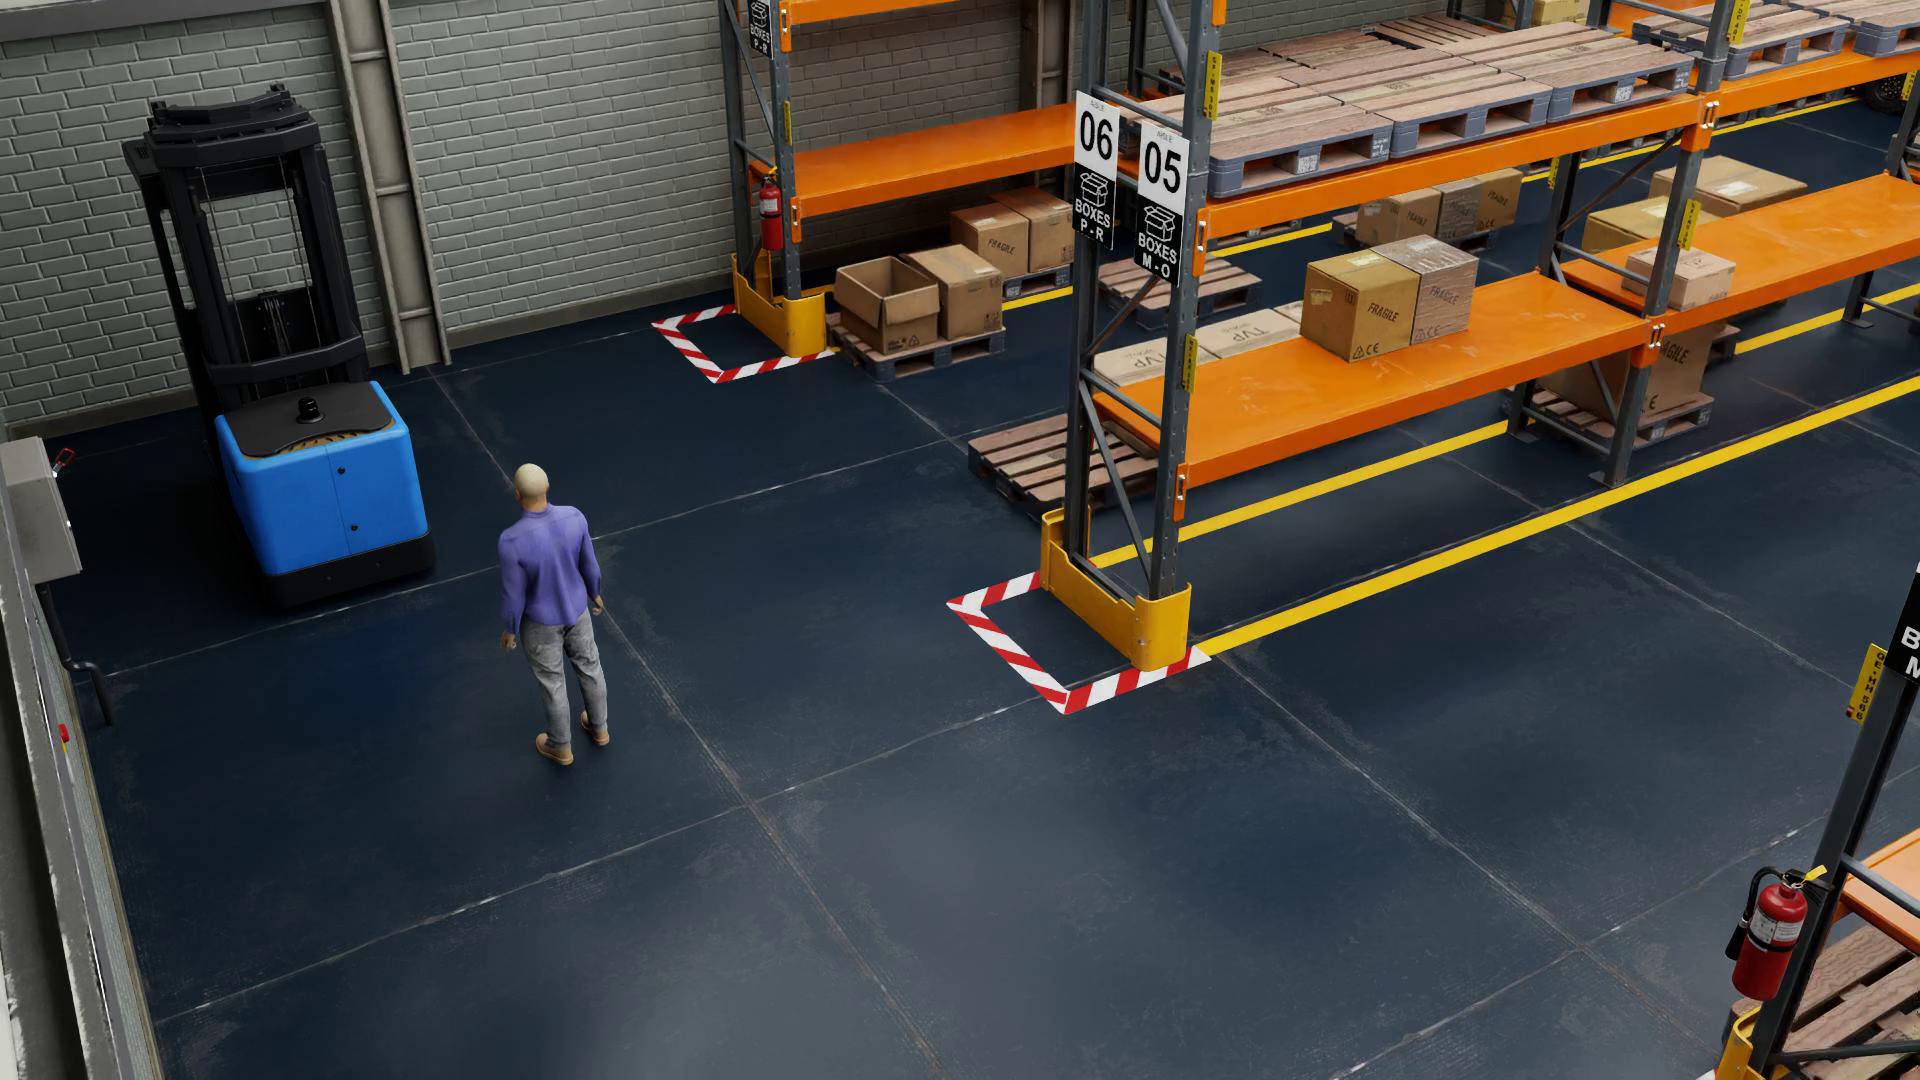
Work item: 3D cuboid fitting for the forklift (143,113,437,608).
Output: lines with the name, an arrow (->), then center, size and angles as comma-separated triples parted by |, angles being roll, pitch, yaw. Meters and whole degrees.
forklift -> -4.289, -1.259, 10.509 | 1.129, 2.768, 1.873 | -17, 36, -26

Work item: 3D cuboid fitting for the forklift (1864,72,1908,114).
forklift -> 11.468, -5.645, 18.244 | 1.214, 2.155, 2.313 | -17, 36, -26

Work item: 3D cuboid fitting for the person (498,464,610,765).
person -> -2.145, 0.404, 8.833 | 0.593, 1.800, 0.393 | -25, 39, -34
